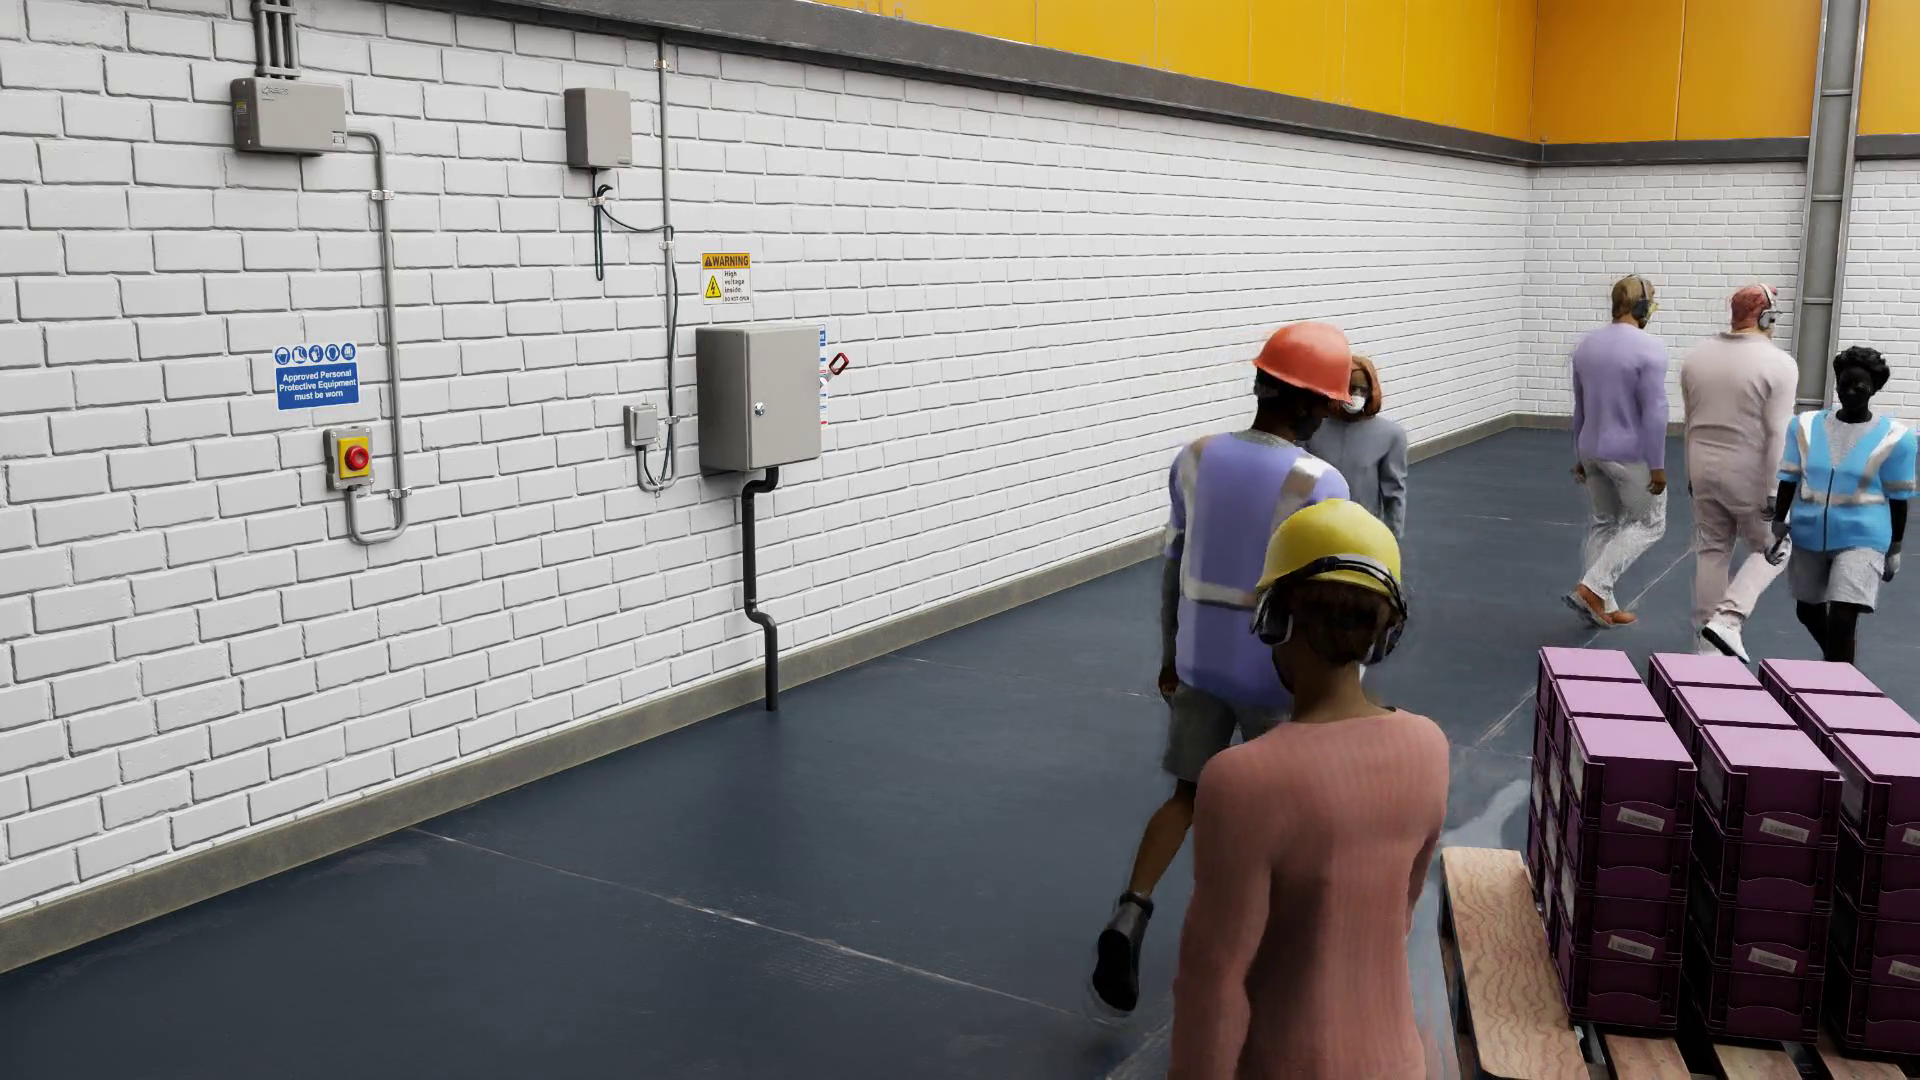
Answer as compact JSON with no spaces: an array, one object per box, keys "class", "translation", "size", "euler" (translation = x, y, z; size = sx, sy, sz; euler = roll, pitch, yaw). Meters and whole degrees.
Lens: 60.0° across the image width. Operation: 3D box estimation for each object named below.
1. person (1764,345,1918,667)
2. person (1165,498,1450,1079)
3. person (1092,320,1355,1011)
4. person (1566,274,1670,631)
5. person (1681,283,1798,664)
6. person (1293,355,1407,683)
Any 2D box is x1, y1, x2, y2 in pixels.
[{"class":"person","translation":[3.807,-0.011,7.153],"size":[0.780,1.670,0.535],"euler":[-9,13,-40]},{"class":"person","translation":[0.494,0.809,2.462],"size":[0.548,1.730,0.365],"euler":[-7,12,-33]},{"class":"person","translation":[0.703,0.367,4.445],"size":[0.603,1.895,0.779],"euler":[9,13,40]},{"class":"person","translation":[3.476,-0.439,8.817],"size":[0.476,1.922,0.652],"euler":[-4,11,-20]},{"class":"person","translation":[3.834,-0.311,8.199],"size":[0.430,1.892,0.659],"euler":[-5,12,-27]},{"class":"person","translation":[1.649,0.016,7.177],"size":[0.510,1.599,0.764],"euler":[4,11,19]}]
